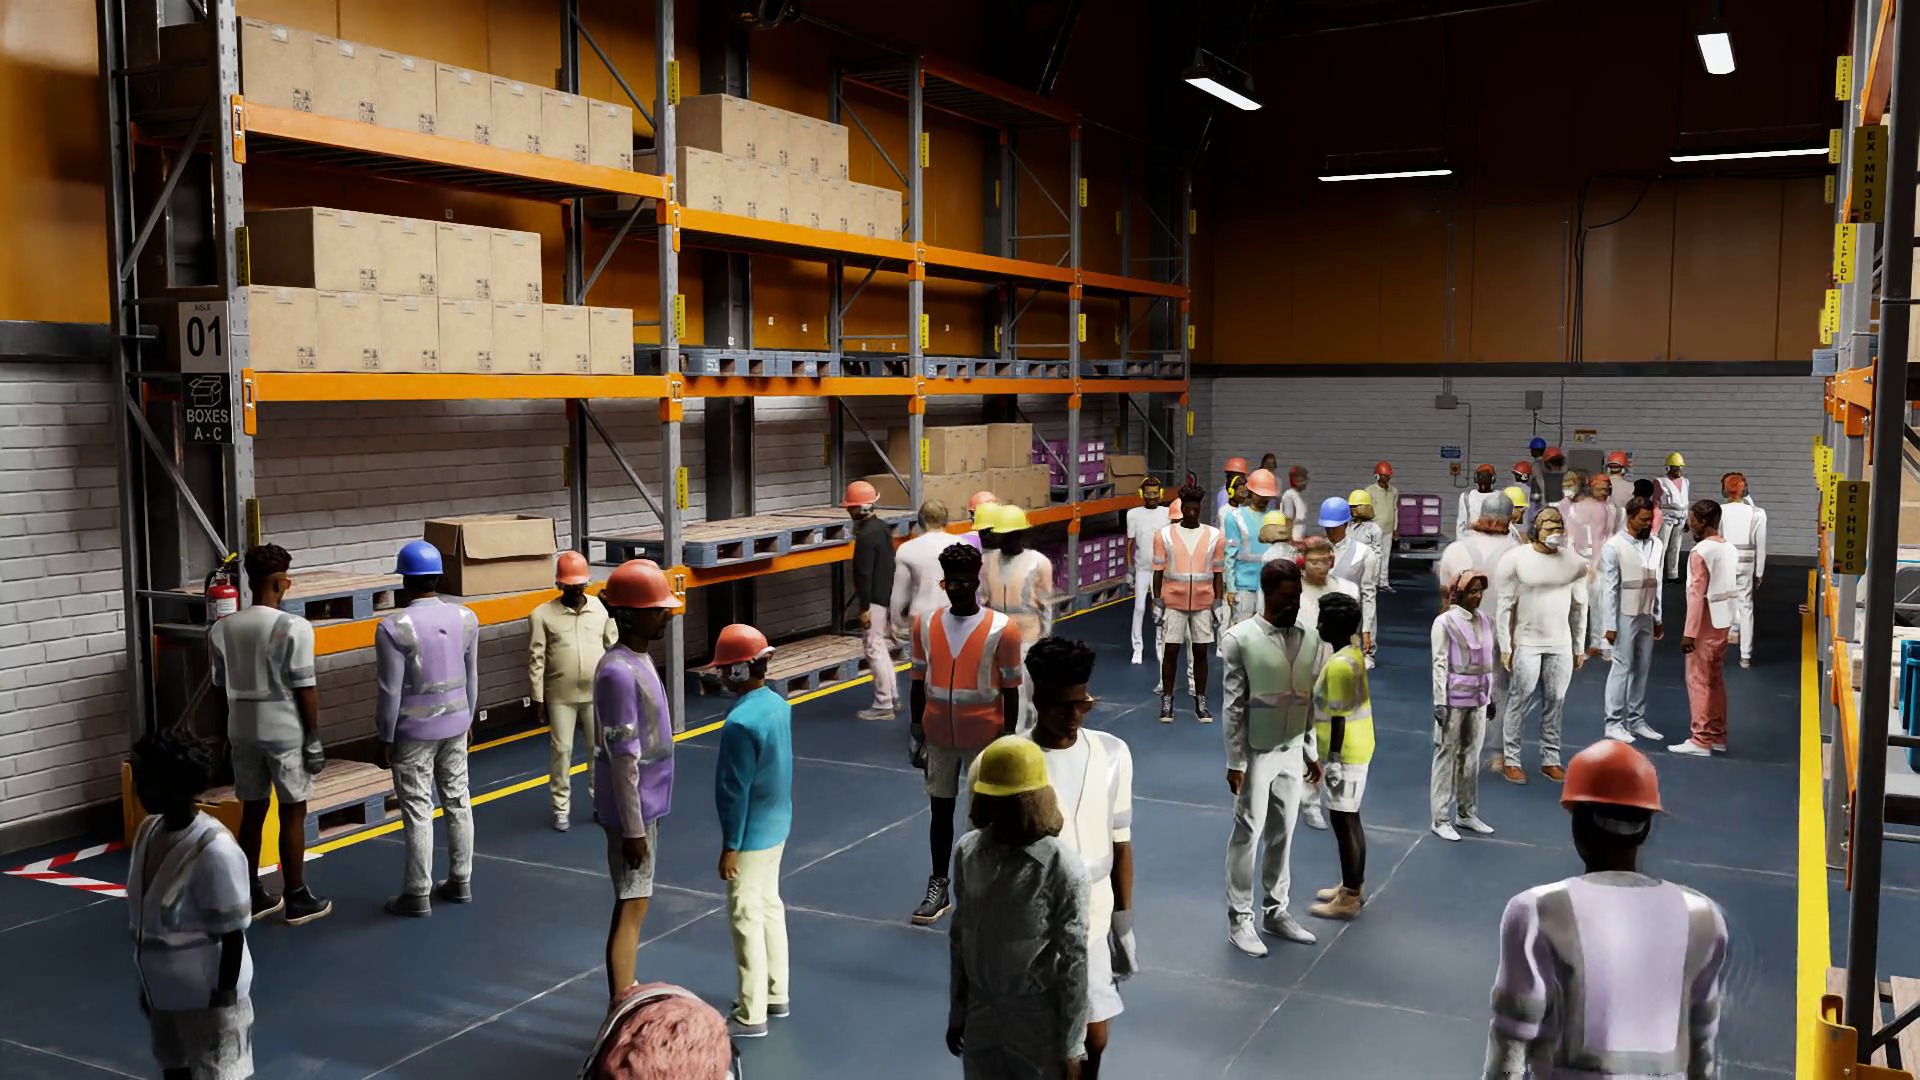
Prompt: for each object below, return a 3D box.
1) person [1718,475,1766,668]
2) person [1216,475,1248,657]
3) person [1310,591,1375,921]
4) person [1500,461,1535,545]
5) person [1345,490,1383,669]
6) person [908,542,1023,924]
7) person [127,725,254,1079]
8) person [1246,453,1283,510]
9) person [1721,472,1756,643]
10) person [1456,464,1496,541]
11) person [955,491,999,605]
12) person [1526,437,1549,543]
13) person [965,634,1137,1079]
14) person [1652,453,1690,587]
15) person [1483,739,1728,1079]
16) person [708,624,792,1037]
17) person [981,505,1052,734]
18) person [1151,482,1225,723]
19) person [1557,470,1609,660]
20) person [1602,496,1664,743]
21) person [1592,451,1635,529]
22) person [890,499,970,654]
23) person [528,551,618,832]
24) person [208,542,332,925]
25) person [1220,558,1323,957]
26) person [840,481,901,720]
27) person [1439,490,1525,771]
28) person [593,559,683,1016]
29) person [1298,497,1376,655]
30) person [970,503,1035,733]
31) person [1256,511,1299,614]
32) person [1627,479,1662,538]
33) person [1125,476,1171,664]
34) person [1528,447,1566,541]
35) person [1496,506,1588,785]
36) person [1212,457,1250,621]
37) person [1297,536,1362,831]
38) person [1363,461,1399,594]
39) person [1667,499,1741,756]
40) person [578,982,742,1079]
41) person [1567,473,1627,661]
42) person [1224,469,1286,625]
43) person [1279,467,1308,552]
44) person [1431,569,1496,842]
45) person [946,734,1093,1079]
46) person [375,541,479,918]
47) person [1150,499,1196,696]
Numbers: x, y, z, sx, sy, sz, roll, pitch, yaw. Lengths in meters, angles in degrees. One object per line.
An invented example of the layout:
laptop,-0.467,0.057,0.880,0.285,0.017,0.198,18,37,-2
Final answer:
person,7.537,0.306,16.227,0.576,1.881,0.352,1,6,15
person,2.765,0.274,16.750,0.351,1.856,0.519,3,6,29
person,1.985,1.109,8.631,0.321,1.690,0.539,2,6,18
person,7.422,-0.171,22.040,0.341,1.749,0.572,-3,6,-31
person,3.864,0.383,16.144,0.294,1.744,0.484,-4,7,-37
person,0.014,0.986,8.465,0.607,1.966,0.367,2,6,20
person,-2.426,1.418,5.246,0.540,1.695,0.318,4,7,38
person,4.164,-0.291,22.913,0.548,1.831,0.502,-1,5,-9
person,8.280,0.189,17.800,0.429,1.830,0.630,3,6,30
person,5.801,0.096,18.481,0.575,1.884,0.355,3,6,26
person,0.161,0.579,13.088,0.550,1.925,0.392,3,6,26
person,8.955,-0.614,25.772,0.384,1.949,0.603,4,6,34
person,0.307,1.272,5.483,0.612,1.953,0.400,-3,6,-26
person,9.728,-0.274,22.726,0.589,1.834,0.403,-2,6,-20
person,1.538,1.446,3.978,0.617,1.890,0.819,0,5,-3
person,-0.907,1.224,7.115,0.355,1.737,0.578,1,5,13
person,0.445,0.680,12.128,0.584,1.905,0.687,4,6,34
person,1.861,0.511,13.574,0.605,1.966,0.367,0,5,0
person,6.171,0.253,16.627,0.704,1.902,0.667,-3,6,-28
person,5.198,0.607,12.872,0.599,1.909,0.401,-3,6,-29
person,7.682,-0.048,19.508,0.410,1.986,0.620,-5,7,-44
person,-0.205,0.634,12.768,0.648,1.908,0.957,-2,6,-21
person,-2.371,0.930,10.282,0.573,1.738,0.352,-3,6,-27
person,-3.518,0.990,8.507,0.604,1.955,0.399,2,6,18
person,1.520,1.039,8.148,0.587,1.919,0.391,-3,6,-33
person,-0.744,0.495,13.696,0.432,1.973,0.626,1,5,11
person,3.739,0.642,11.766,0.685,2.000,0.695,3,6,32
person,-1.318,1.096,6.870,0.373,2.043,0.614,-1,5,-7
person,2.757,0.645,12.286,0.602,1.938,0.400,3,6,27
person,0.308,0.640,12.721,0.600,1.868,0.988,5,7,44
person,2.637,0.622,13.780,0.501,1.698,0.669,4,7,37
person,7.728,0.156,18.825,0.537,1.695,0.320,-4,7,-36
person,1.879,0.302,16.408,0.501,1.860,0.310,-1,5,-6
person,7.642,-0.208,21.327,0.662,1.984,1.113,2,6,19
person,4.001,0.730,11.449,0.634,1.932,0.360,0,5,-3
person,3.134,0.003,19.289,0.430,1.921,0.555,2,6,21
person,2.234,0.865,10.523,0.581,1.821,0.700,-1,5,-9
person,5.572,-0.165,21.981,0.559,1.752,0.326,-3,6,-25
person,5.597,0.651,12.422,0.598,1.906,0.404,-5,7,-44
person,-0.426,1.586,2.416,0.657,1.893,0.400,-4,7,-35
person,6.354,0.272,16.607,0.576,1.879,0.352,0,5,5
person,2.591,0.393,14.495,0.605,2.033,0.399,-2,6,-20
person,3.879,0.042,19.489,0.427,1.810,0.643,2,6,22
person,3.063,0.993,10.125,0.522,1.640,0.305,-4,6,-34
person,0.158,1.428,4.917,0.487,1.740,0.313,4,7,38
person,-2.779,0.976,8.673,0.389,1.948,0.605,4,6,35
person,1.955,0.505,14.763,0.573,1.750,0.331,2,6,24
